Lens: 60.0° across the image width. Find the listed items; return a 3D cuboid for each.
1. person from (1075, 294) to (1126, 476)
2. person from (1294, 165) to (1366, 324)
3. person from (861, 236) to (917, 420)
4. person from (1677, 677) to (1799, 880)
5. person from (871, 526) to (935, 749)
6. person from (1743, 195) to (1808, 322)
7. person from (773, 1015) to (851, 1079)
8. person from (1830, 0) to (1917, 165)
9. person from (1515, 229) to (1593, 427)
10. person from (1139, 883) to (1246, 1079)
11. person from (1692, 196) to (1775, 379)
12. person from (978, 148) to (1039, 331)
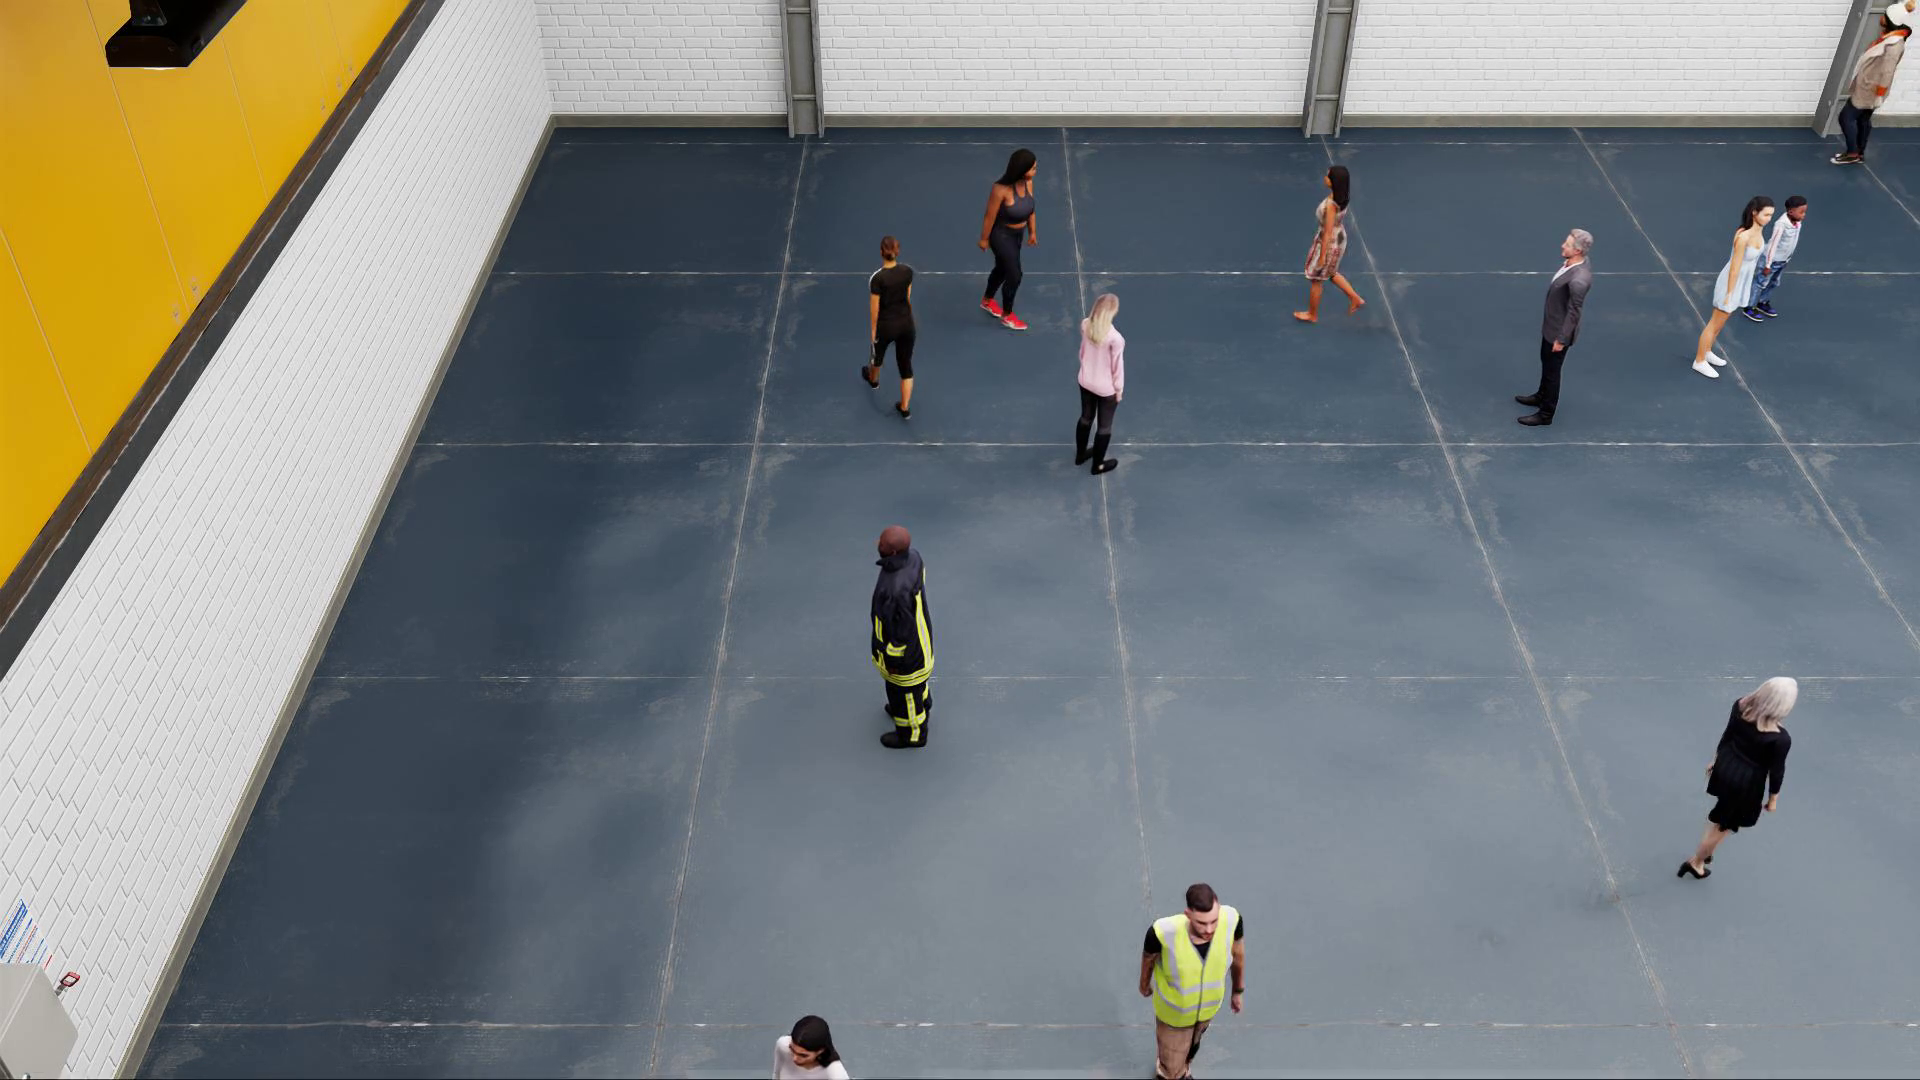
[{"bbox_3d":[1.140,-1.290,13.732,0.735,1.684,0.684,-29,47,-31],"label":"person"},{"bbox_3d":[3.539,-2.736,15.583,0.984,1.633,0.838,16,41,19],"label":"person"},{"bbox_3d":[-0.538,-1.805,14.415,1.037,1.636,0.904,-16,41,-19],"label":"person"},{"bbox_3d":[4.709,1.505,10.193,0.764,1.733,0.732,-13,40,-16],"label":"person"},{"bbox_3d":[-0.369,0.625,11.226,0.699,1.819,0.758,4,39,6],"label":"person"},{"bbox_3d":[7.784,-2.713,15.854,0.536,1.259,0.617,-19,42,-22],"label":"person"},{"bbox_3d":[-0.667,2.903,8.404,1.099,1.780,1.125,29,47,31],"label":"person"},{"bbox_3d":[10.092,-4.978,18.195,0.828,1.877,0.811,18,42,22],"label":"person"},{"bbox_3d":[5.147,-1.841,14.297,0.660,1.839,0.774,8,39,9],"label":"person"},{"bbox_3d":[1.220,2.405,8.991,0.920,1.826,0.907,-12,40,-14],"label":"person"},{"bbox_3d":[6.956,-2.306,14.967,0.713,1.731,0.671,27,46,30],"label":"person"},{"bbox_3d":[0.373,-2.853,15.622,0.937,1.769,1.017,-32,48,-33],"label":"person"}]
